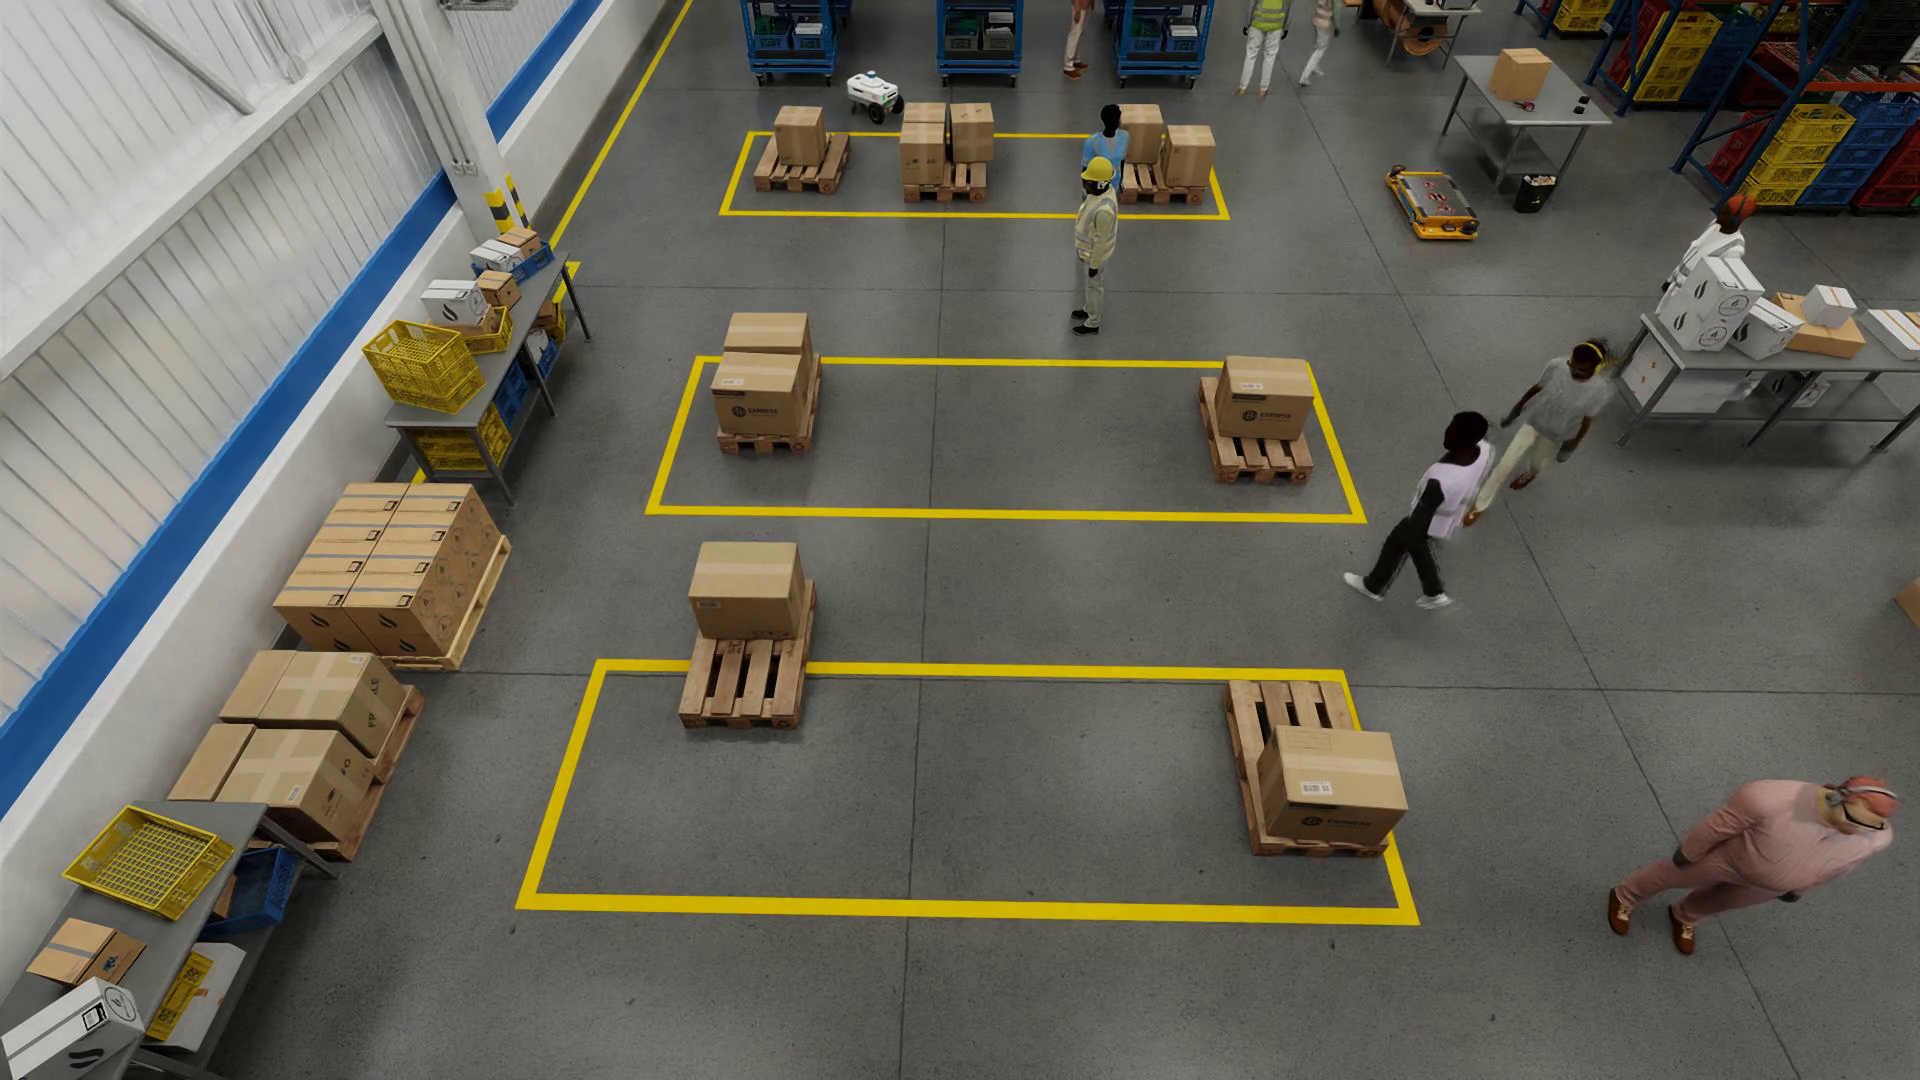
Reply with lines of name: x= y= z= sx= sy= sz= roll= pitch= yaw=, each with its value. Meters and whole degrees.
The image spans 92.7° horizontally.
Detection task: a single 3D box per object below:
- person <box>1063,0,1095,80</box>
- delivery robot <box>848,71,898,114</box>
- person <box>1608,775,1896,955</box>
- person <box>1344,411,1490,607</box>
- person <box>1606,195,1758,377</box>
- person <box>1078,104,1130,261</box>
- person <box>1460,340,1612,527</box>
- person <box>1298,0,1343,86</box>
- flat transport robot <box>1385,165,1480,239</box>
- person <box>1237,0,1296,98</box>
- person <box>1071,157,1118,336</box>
person: x=1.777 y=-7.621 z=12.996 sx=0.435 sy=1.981 sz=0.634 roll=19 pitch=52 yaw=16
delivery robot: x=-1.204 y=-6.199 z=12.634 sx=0.707 sy=0.478 sz=0.477 roll=30 pitch=56 yaw=24
person: x=4.240 y=1.756 z=4.932 sx=0.639 sy=1.898 sz=0.397 roll=17 pitch=51 yaw=14
person: x=3.379 y=-0.151 z=6.571 sx=0.609 sy=1.902 sz=0.638 roll=-32 pitch=56 yaw=-25
person: x=6.665 y=-2.281 z=8.429 sx=0.357 sy=1.885 sz=0.573 roll=8 pitch=50 yaw=7
person: x=1.546 y=-3.851 z=9.912 sx=0.555 sy=1.694 sz=0.317 roll=-17 pitch=51 yaw=-14
person: x=4.678 y=-0.922 z=7.308 sx=0.939 sy=1.814 sz=0.602 roll=-34 pitch=57 yaw=-26
person: x=5.192 y=-7.326 z=12.997 sx=0.540 sy=1.619 sz=0.571 roll=-3 pitch=49 yaw=-3
flat transport robot: x=5.692 y=-4.094 z=11.059 sx=0.652 sy=0.197 sz=1.431 roll=1 pitch=49 yaw=1
person: x=4.227 y=-7.096 z=12.626 sx=0.634 sy=1.841 sz=0.429 roll=10 pitch=50 yaw=8
person: x=1.304 y=-2.860 z=8.974 sx=0.404 sy=1.824 sz=0.595 roll=1 pitch=49 yaw=1
